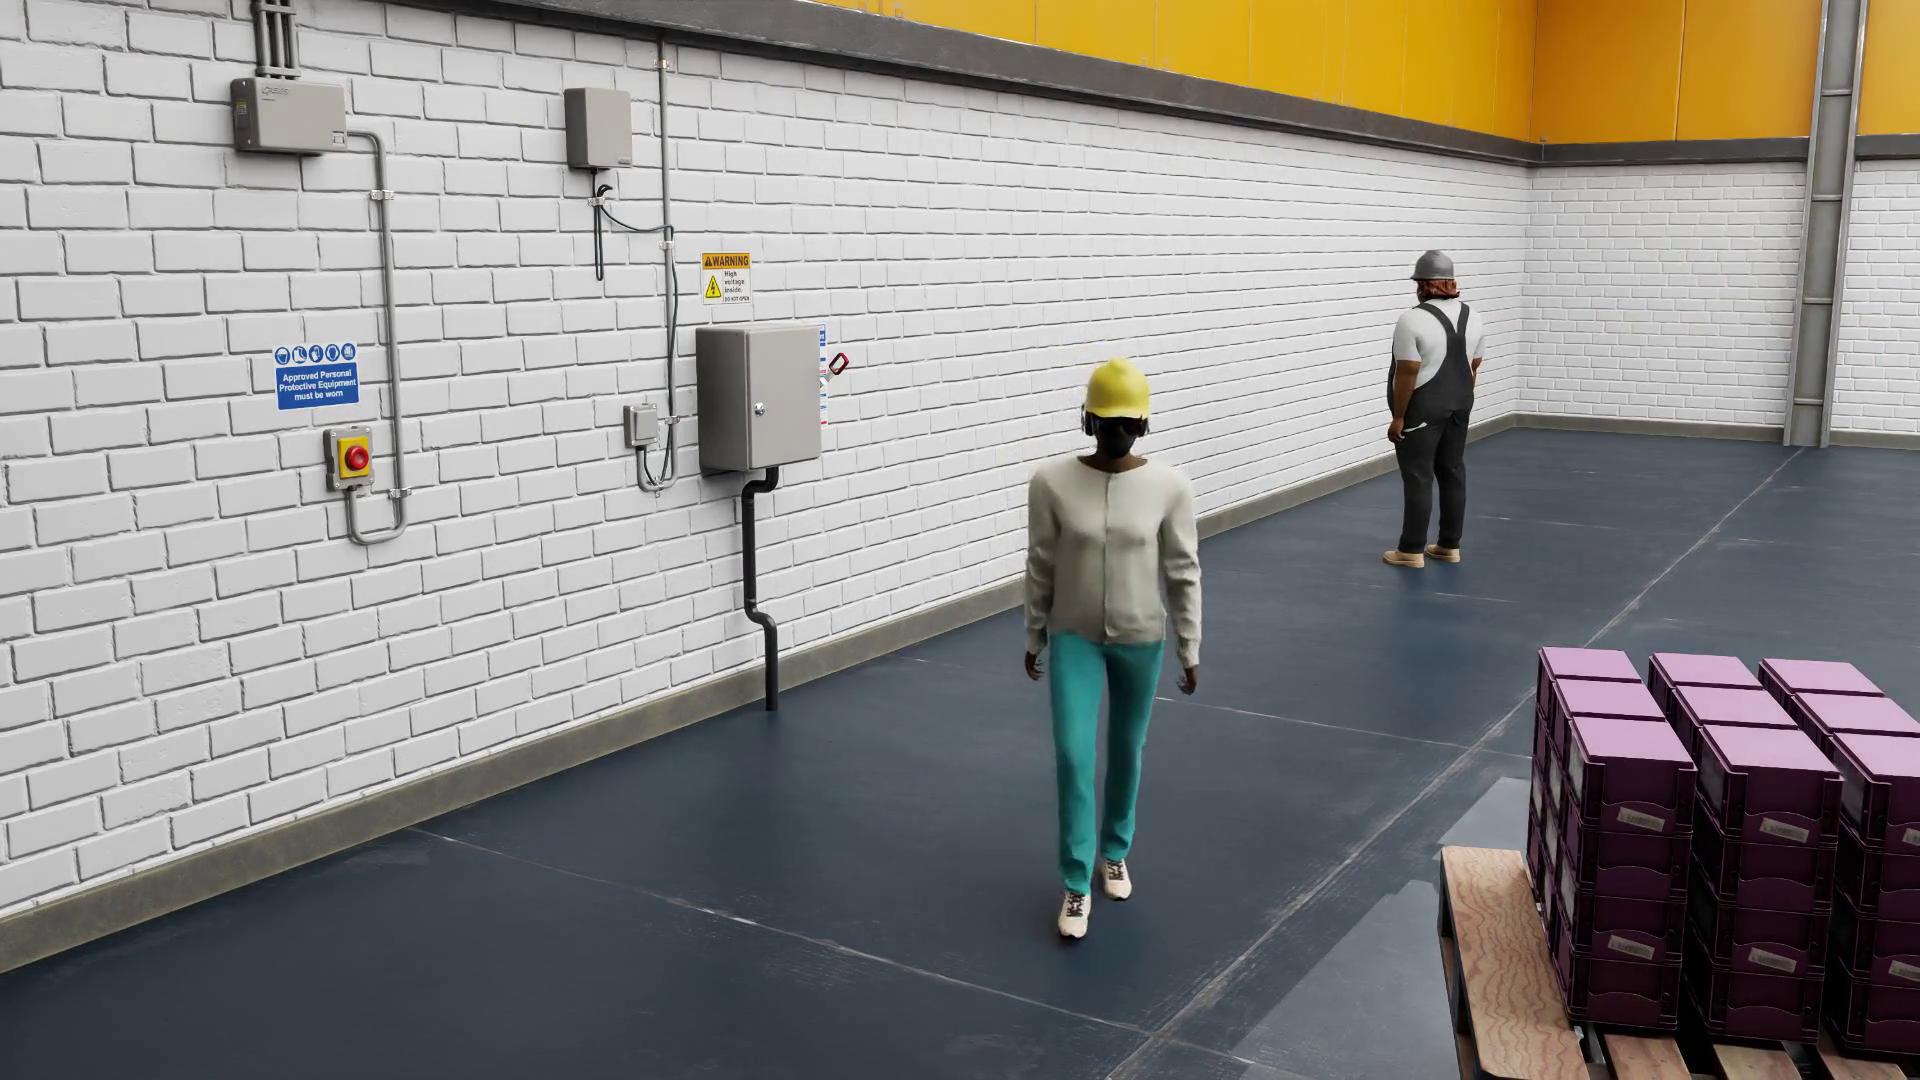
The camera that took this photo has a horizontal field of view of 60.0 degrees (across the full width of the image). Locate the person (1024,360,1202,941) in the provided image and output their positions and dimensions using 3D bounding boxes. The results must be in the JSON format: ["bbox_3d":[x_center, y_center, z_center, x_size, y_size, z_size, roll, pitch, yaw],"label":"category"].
[{"bbox_3d":[0.466,0.328,5.075,0.542,1.733,0.766,0,10,2],"label":"person"}]

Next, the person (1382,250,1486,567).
[{"bbox_3d":[3.011,-0.849,10.772,0.680,2.000,0.536,-5,11,-27],"label":"person"}]
